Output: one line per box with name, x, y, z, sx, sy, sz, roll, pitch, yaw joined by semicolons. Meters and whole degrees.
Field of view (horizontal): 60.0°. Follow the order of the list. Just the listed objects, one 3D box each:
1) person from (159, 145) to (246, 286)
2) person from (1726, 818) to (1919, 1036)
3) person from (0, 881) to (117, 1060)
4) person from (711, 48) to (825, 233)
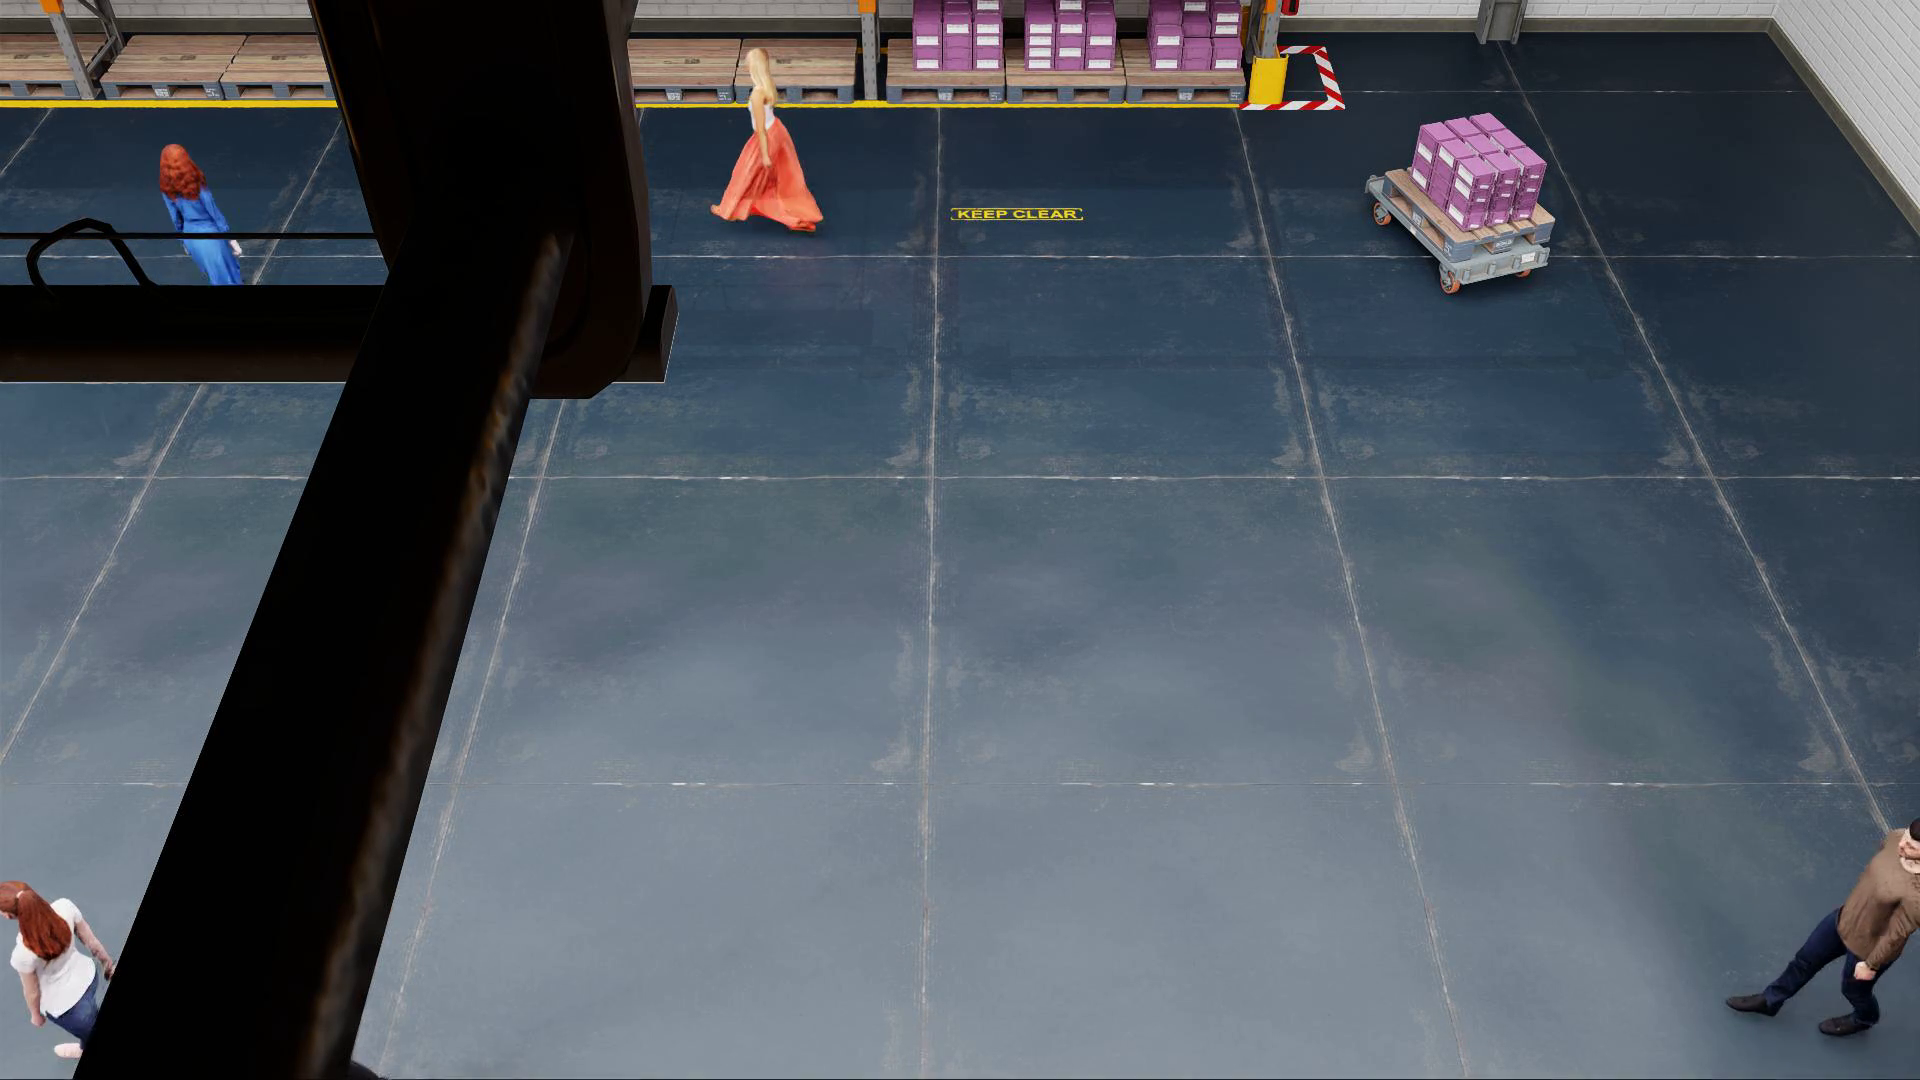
person;-6.074;-2.273;13.346;1.021;1.801;0.913;15;46;15
person;4.841;2.069;8.742;0.996;1.866;0.677;1;44;1
person;-4.450;2.367;8.558;1.209;1.687;0.663;5;44;6
person;-1.595;-3.454;14.628;1.335;1.743;0.835;8;44;9
